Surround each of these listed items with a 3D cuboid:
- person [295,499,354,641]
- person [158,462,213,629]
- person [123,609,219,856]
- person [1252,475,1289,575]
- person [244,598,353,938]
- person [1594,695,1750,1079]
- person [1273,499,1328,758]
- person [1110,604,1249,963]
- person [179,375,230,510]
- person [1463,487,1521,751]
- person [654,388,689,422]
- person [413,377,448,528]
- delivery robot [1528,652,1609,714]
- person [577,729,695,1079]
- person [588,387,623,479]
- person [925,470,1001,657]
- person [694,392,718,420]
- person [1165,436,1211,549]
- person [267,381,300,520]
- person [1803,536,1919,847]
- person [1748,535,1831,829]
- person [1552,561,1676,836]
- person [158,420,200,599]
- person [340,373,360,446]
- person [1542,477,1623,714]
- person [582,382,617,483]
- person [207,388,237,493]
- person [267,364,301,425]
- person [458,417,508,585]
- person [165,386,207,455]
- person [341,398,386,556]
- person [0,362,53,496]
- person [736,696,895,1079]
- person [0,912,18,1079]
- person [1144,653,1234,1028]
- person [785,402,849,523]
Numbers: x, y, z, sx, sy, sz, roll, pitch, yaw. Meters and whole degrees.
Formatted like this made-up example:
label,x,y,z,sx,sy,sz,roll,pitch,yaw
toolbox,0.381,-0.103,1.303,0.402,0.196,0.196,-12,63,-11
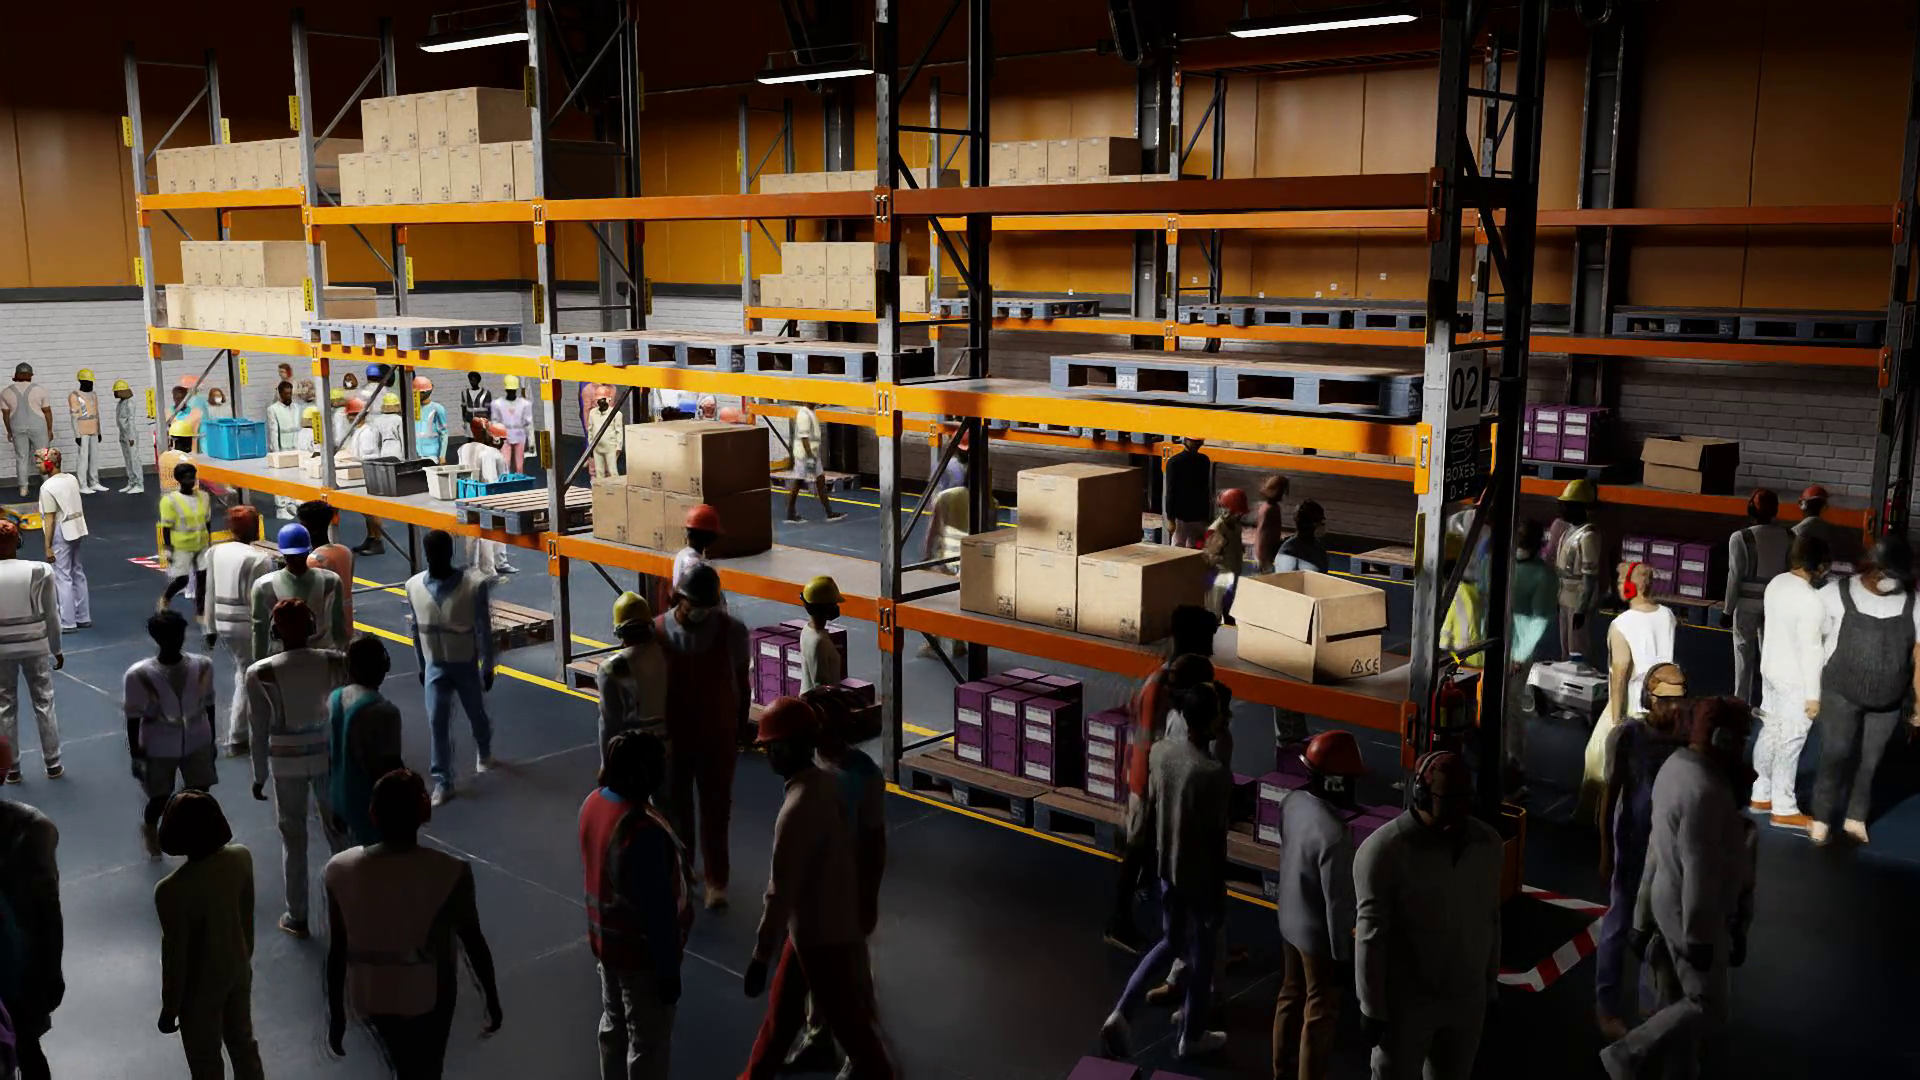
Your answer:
label,x,y,z,sx,sy,sz,roll,pitch,yaw
person,-4.601,0.677,12.072,0.361,1.963,0.616,1,10,4
person,-7.653,0.049,16.409,0.557,1.679,0.539,6,12,30
person,-4.708,1.209,9.916,0.538,1.674,0.725,-9,13,-41
person,2.961,0.168,15.928,0.327,1.612,0.517,4,11,20
person,-3.588,1.238,9.128,0.572,1.886,0.354,-6,12,-33
person,3.114,1.587,7.152,0.486,1.885,0.677,3,10,16
person,2.526,0.661,12.245,0.372,1.940,0.631,7,12,34
person,1.182,1.293,8.716,0.894,1.915,0.669,7,12,34
person,-10.715,-1.348,23.461,0.575,1.978,0.637,-1,10,-7
person,3.985,0.578,12.415,0.397,2.043,0.610,9,14,42
person,-4.574,-1.818,26.451,0.570,1.878,0.346,1,10,4
person,-7.166,-1.176,22.347,0.615,2.037,0.389,5,11,28
delivery robot,4.872,1.137,13.195,0.477,0.478,0.707,-6,12,-32
person,-1.303,1.670,6.816,0.429,1.844,0.625,-7,12,-36
person,-5.158,-1.349,24.127,0.559,1.752,0.325,4,11,19
person,0.042,0.187,15.341,0.724,1.804,0.432,3,10,16
person,-3.839,-1.588,24.993,0.419,1.933,0.616,-5,11,-24
person,2.381,-0.250,17.242,0.619,1.990,0.391,-8,13,-39
person,-9.373,-1.252,23.121,0.369,1.915,0.597,2,10,13
person,5.704,0.931,10.430,0.695,2.000,0.644,2,10,12
person,5.427,0.917,10.836,0.383,1.933,0.627,0,10,3
person,4.177,1.022,10.533,0.579,1.814,0.791,-5,11,-26
person,-8.349,-0.328,17.912,0.583,1.917,0.407,6,12,30
person,-10.332,-2.027,28.300,0.507,1.631,0.265,-2,10,-9
person,5.076,0.422,13.706,0.639,1.888,1.005,-4,11,-21
person,-5.644,-1.808,26.299,0.401,1.904,0.651,9,13,41
person,-11.303,-1.510,25.380,0.278,1.633,0.507,7,12,36
person,-11.408,-2.087,28.191,0.578,1.798,0.940,6,12,32
person,-5.351,-0.433,18.582,0.585,1.882,0.337,7,12,34
person,-10.536,-1.144,22.540,0.625,1.904,0.435,-2,10,-13
person,-7.307,-0.767,20.380,0.428,1.928,0.564,-6,12,-29
person,-14.139,-1.697,25.285,0.677,2.000,0.536,-3,10,-15
person,-0.673,1.611,6.895,1.023,1.923,0.648,0,10,2
person,-3.272,2.001,5.524,0.315,1.636,0.514,-5,11,-25
person,1.132,1.444,8.111,0.342,1.839,0.504,-4,11,-23
person,-1.967,-1.169,22.623,0.939,1.919,0.631,2,10,10
